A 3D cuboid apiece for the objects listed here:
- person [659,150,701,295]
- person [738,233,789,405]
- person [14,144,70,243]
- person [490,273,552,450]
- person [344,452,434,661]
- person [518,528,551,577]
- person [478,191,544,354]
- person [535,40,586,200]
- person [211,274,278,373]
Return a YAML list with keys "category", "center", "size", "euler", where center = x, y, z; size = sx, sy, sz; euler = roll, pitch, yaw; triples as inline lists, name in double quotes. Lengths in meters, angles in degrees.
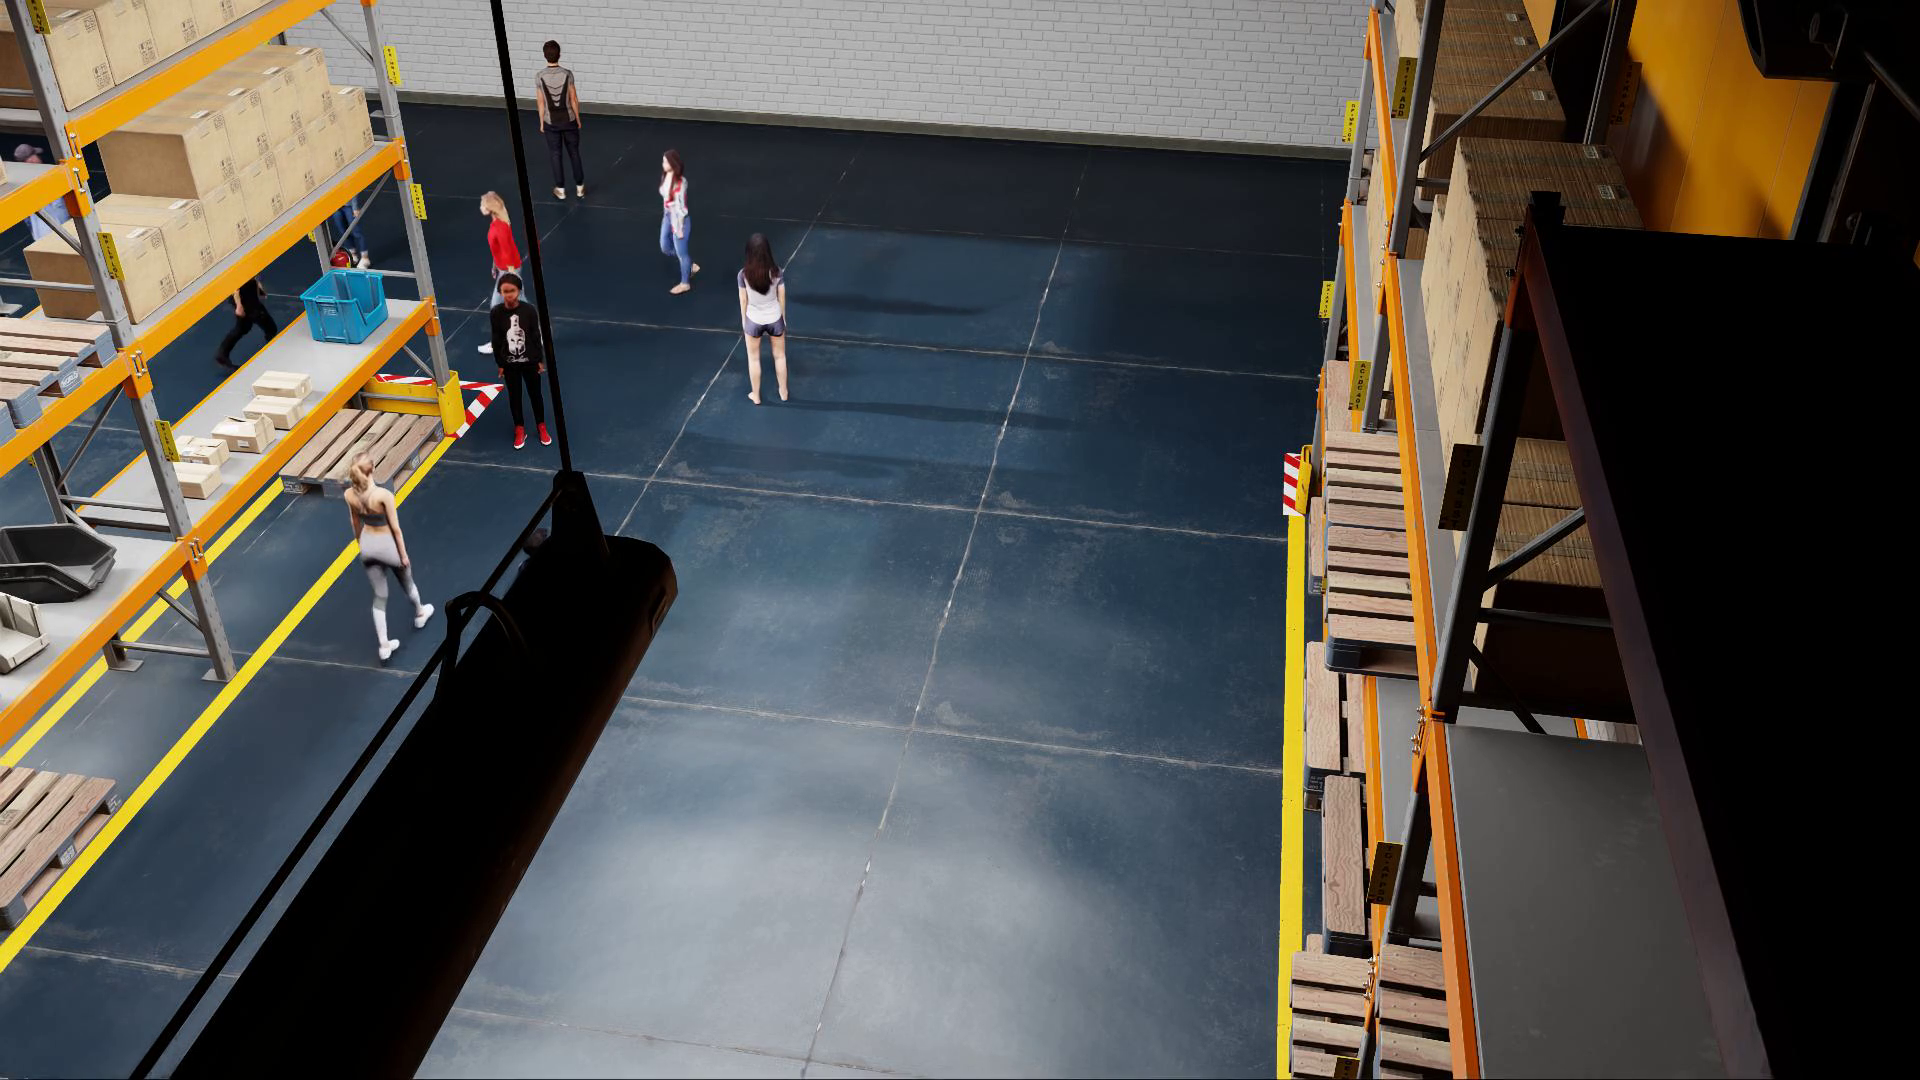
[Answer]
- category: "person"
  center: [-2.978, -3.440, 17.902]
  size: [0.815, 1.607, 0.758]
  euler: [-23, 40, -31]
- category: "person"
  center: [-1.866, -2.100, 15.798]
  size: [0.655, 1.704, 0.645]
  euler: [-8, 34, -11]
- category: "person"
  center: [-9.428, -3.194, 17.281]
  size: [0.638, 1.886, 0.553]
  euler: [6, 34, 9]
- category: "person"
  center: [-4.007, -1.639, 15.134]
  size: [0.677, 1.672, 0.684]
  euler: [-8, 34, -12]
- category: "person"
  center: [-4.369, 0.136, 12.459]
  size: [0.605, 1.676, 0.964]
  euler: [4, 34, 6]
- category: "person"
  center: [-3.112, 0.474, 12.368]
  size: [0.551, 1.214, 0.526]
  euler: [2, 34, 3]
- category: "person"
  center: [-4.446, -2.678, 16.690]
  size: [0.934, 1.680, 0.945]
  euler: [-9, 35, -14]
- category: "person"
  center: [-4.832, -5.074, 20.105]
  size: [0.716, 1.890, 0.706]
  euler: [-11, 35, -16]
- category: "person"
  center: [-7.048, -2.351, 16.223]
  size: [0.891, 1.653, 1.127]
  euler: [-4, 34, -7]
